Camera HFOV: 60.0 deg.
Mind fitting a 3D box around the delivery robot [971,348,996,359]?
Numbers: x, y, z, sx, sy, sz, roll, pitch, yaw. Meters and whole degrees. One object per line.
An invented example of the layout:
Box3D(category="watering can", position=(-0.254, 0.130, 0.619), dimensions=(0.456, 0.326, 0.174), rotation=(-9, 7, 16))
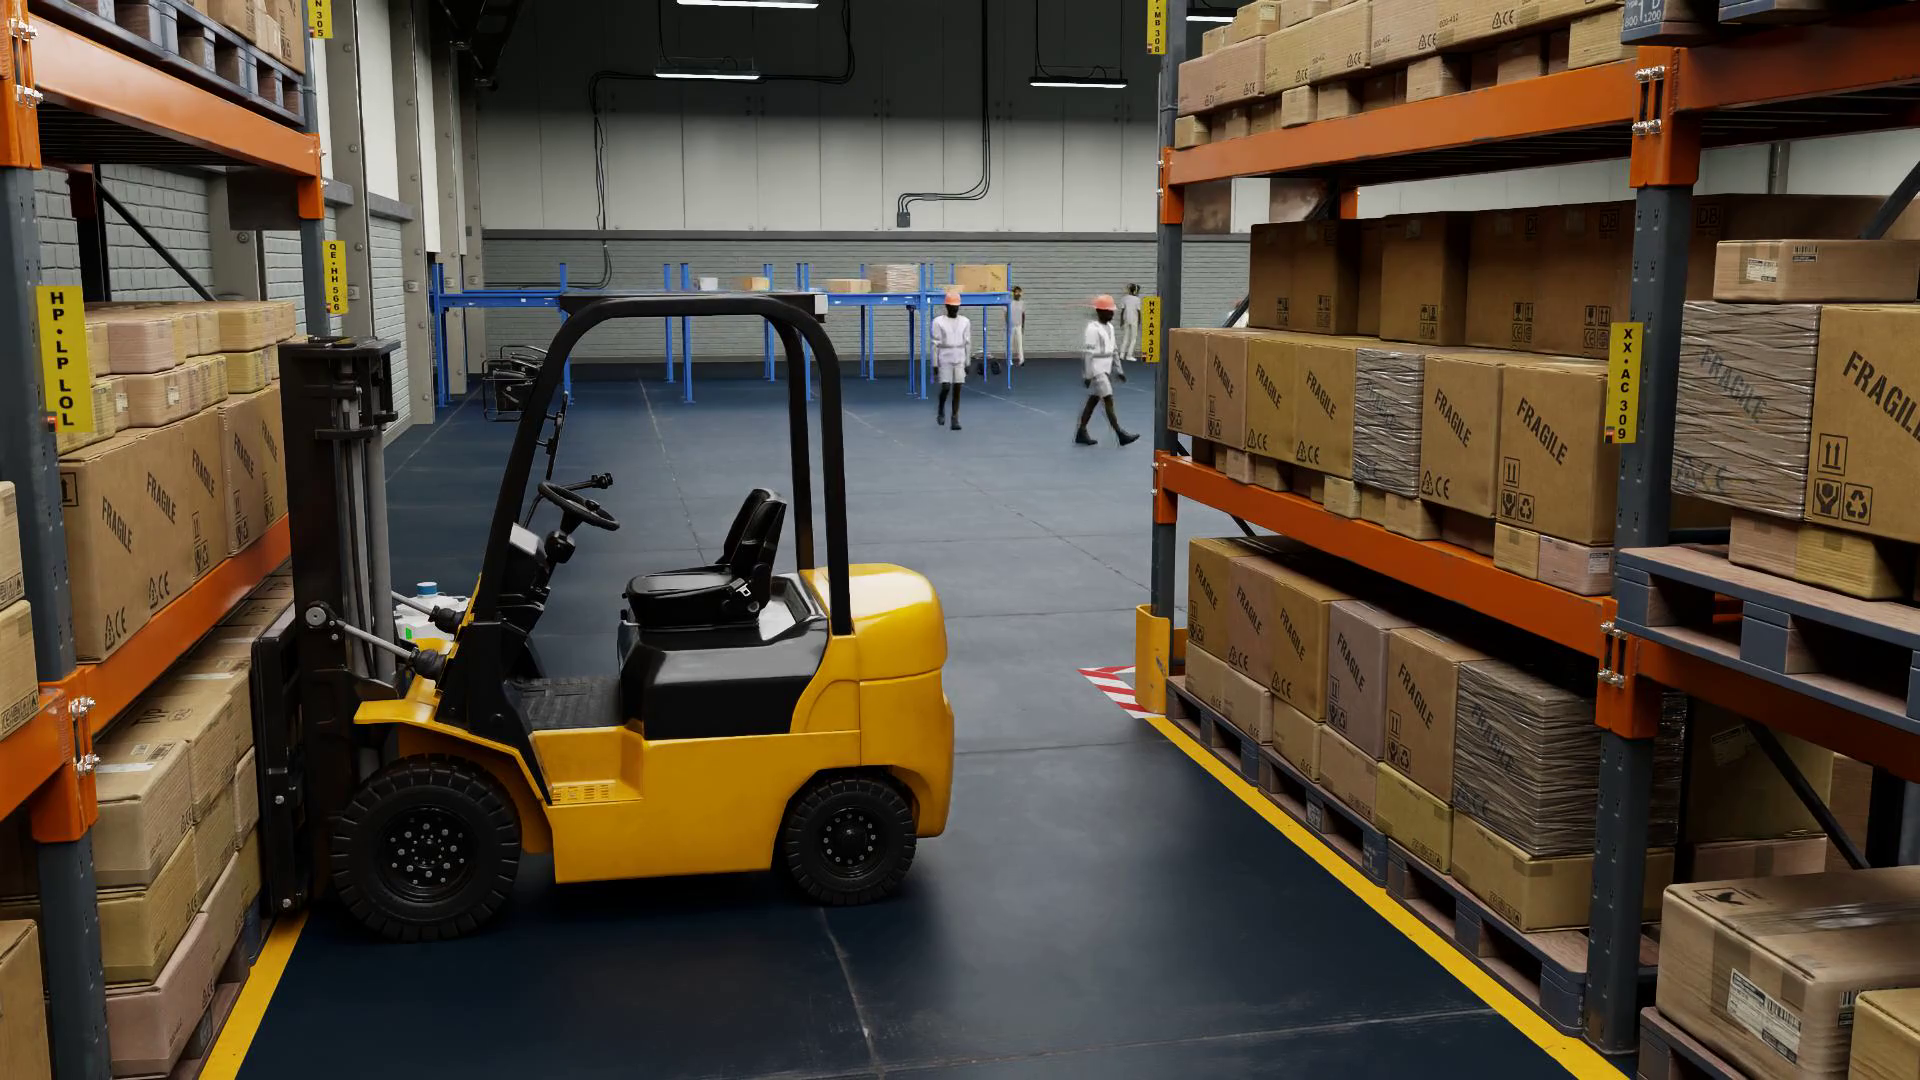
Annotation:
Box3D(category="delivery robot", position=(0.459, -3.947, 35.179), dimensions=(0.335, 0.223, 0.698), rotation=(-9, 13, -43))

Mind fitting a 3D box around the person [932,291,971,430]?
Box3D(category="person", position=(-0.107, -2.502, 23.180), dimensions=(0.541, 1.924, 0.423), rotation=(-3, 10, -18))

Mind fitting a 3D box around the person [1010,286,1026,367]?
Box3D(category="person", position=(1.281, -4.876, 37.986), dimensions=(0.484, 1.812, 1.043), rotation=(-2, 10, -11))

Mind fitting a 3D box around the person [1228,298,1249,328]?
Box3D(category="person", position=(5.585, -4.011, 33.232), dimensions=(0.544, 1.623, 0.406), rotation=(0, 9, 0))

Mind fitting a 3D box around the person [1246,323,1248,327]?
Box3D(category="person", position=(4.553, -2.676, 24.617), dimensions=(0.640, 1.799, 0.964), rotation=(4, 10, 21))

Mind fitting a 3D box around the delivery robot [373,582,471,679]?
Box3D(category="delivery robot", position=(-2.881, 0.473, 9.029), dimensions=(0.477, 0.478, 0.707), rotation=(4, 10, 22))

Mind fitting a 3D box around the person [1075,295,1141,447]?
Box3D(category="person", position=(1.857, -2.120, 20.920), dimensions=(0.974, 1.883, 0.565), rotation=(5, 11, 29))

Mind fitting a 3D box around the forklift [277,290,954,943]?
Box3D(category="forklift", position=(-1.179, 0.175, 6.143), dimensions=(2.313, 2.155, 1.214), rotation=(-2, 10, -12))

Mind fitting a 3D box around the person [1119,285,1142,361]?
Box3D(category="person", position=(4.098, -5.233, 40.114), dimensions=(0.645, 1.827, 0.372), rotation=(7, 12, 37))
